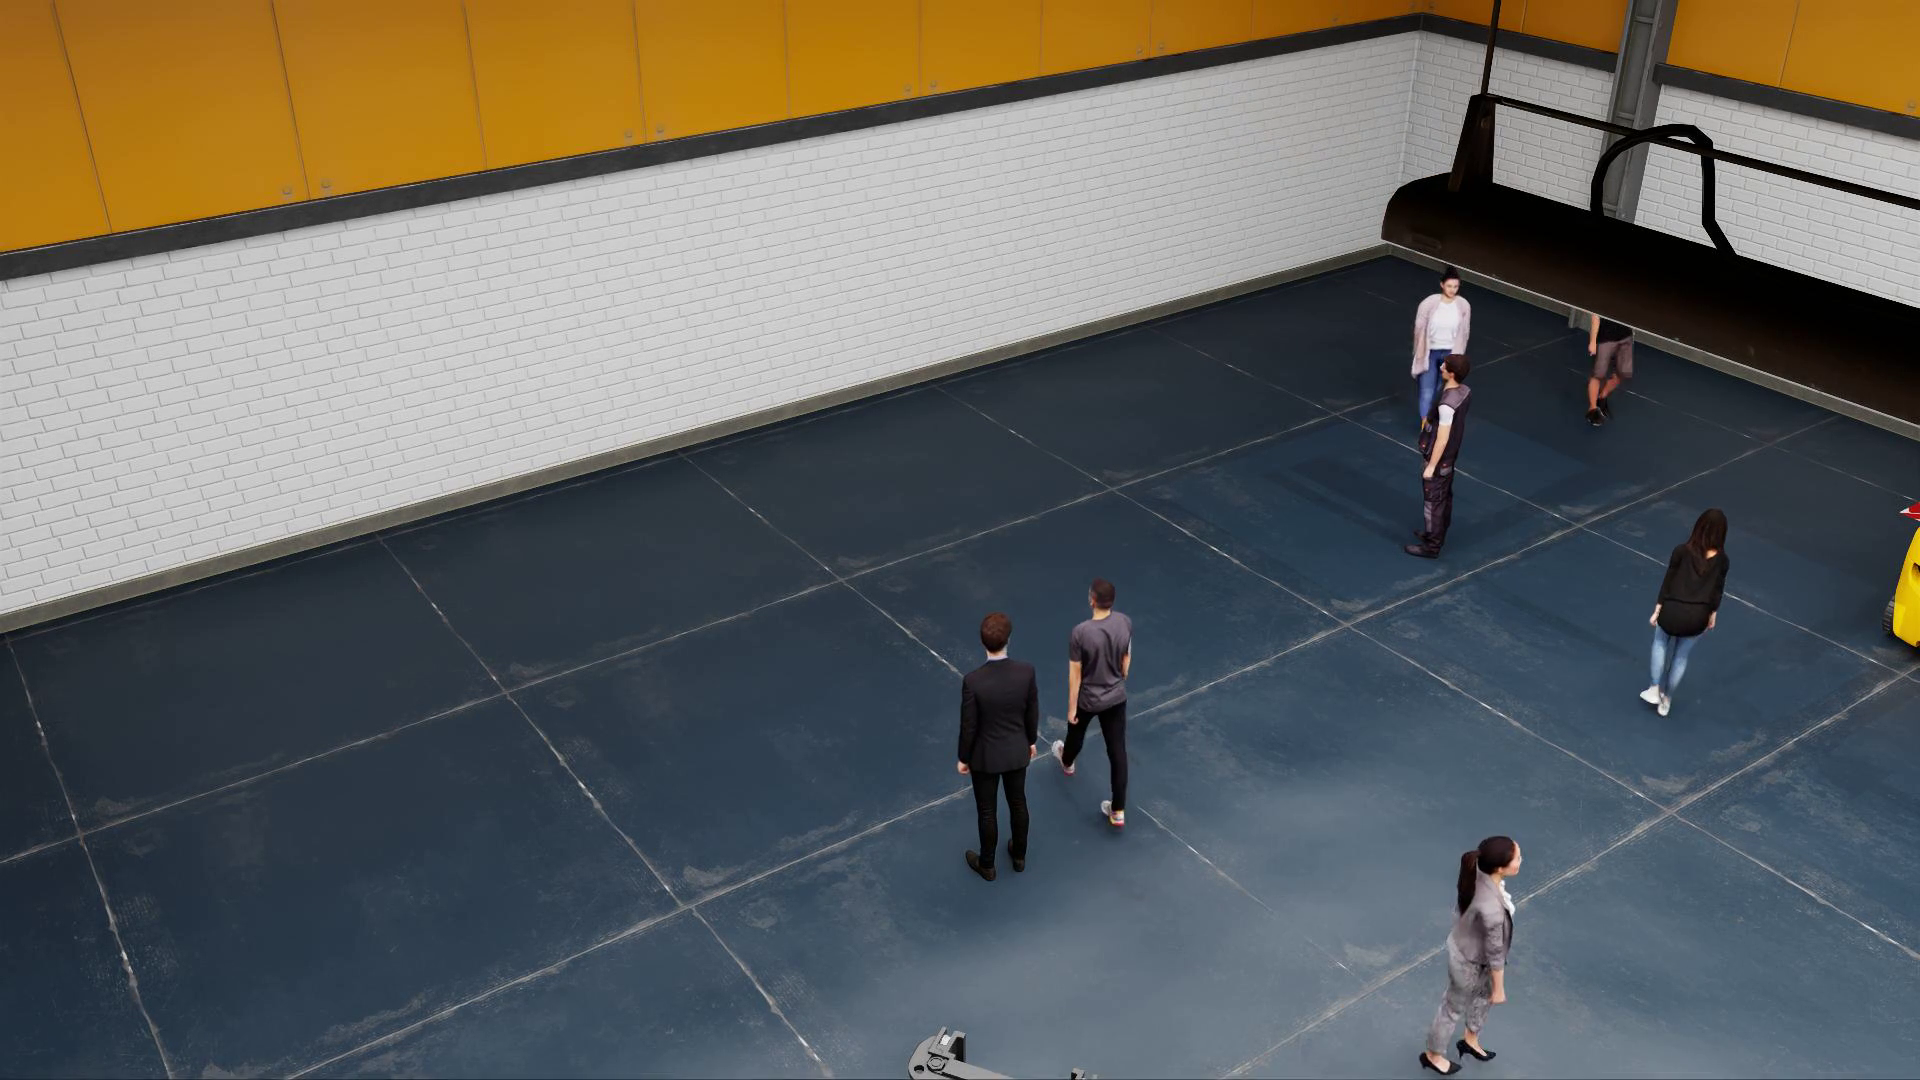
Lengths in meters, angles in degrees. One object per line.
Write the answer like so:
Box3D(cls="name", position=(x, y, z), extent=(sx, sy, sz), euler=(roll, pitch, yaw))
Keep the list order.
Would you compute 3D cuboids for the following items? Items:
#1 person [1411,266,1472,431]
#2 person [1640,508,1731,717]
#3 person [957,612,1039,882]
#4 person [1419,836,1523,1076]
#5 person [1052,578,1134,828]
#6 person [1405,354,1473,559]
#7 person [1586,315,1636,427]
Box3D(cls="person", position=(4.749, -1.915, 16.578), extent=(1.063, 1.707, 1.192), euler=(1, 29, 1))
Box3D(cls="person", position=(5.271, 0.567, 12.112), extent=(0.712, 1.627, 0.788), euler=(8, 30, 14))
Box3D(cls="person", position=(0.243, 1.315, 10.470), extent=(0.744, 1.886, 0.663), euler=(-11, 31, -20))
Box3D(cls="person", position=(2.672, 2.265, 8.965), extent=(0.863, 1.660, 0.798), euler=(2, 29, 3))
Box3D(cls="person", position=(0.961, 1.105, 11.036), extent=(0.853, 1.713, 1.242), euler=(-10, 30, -18))
Box3D(cls="person", position=(4.140, -0.730, 14.259), extent=(0.714, 1.848, 0.732), euler=(16, 32, 27))
Box3D(cls="person", position=(6.523, -2.073, 16.721), extent=(0.795, 1.849, 0.801), euler=(-5, 29, -9))
